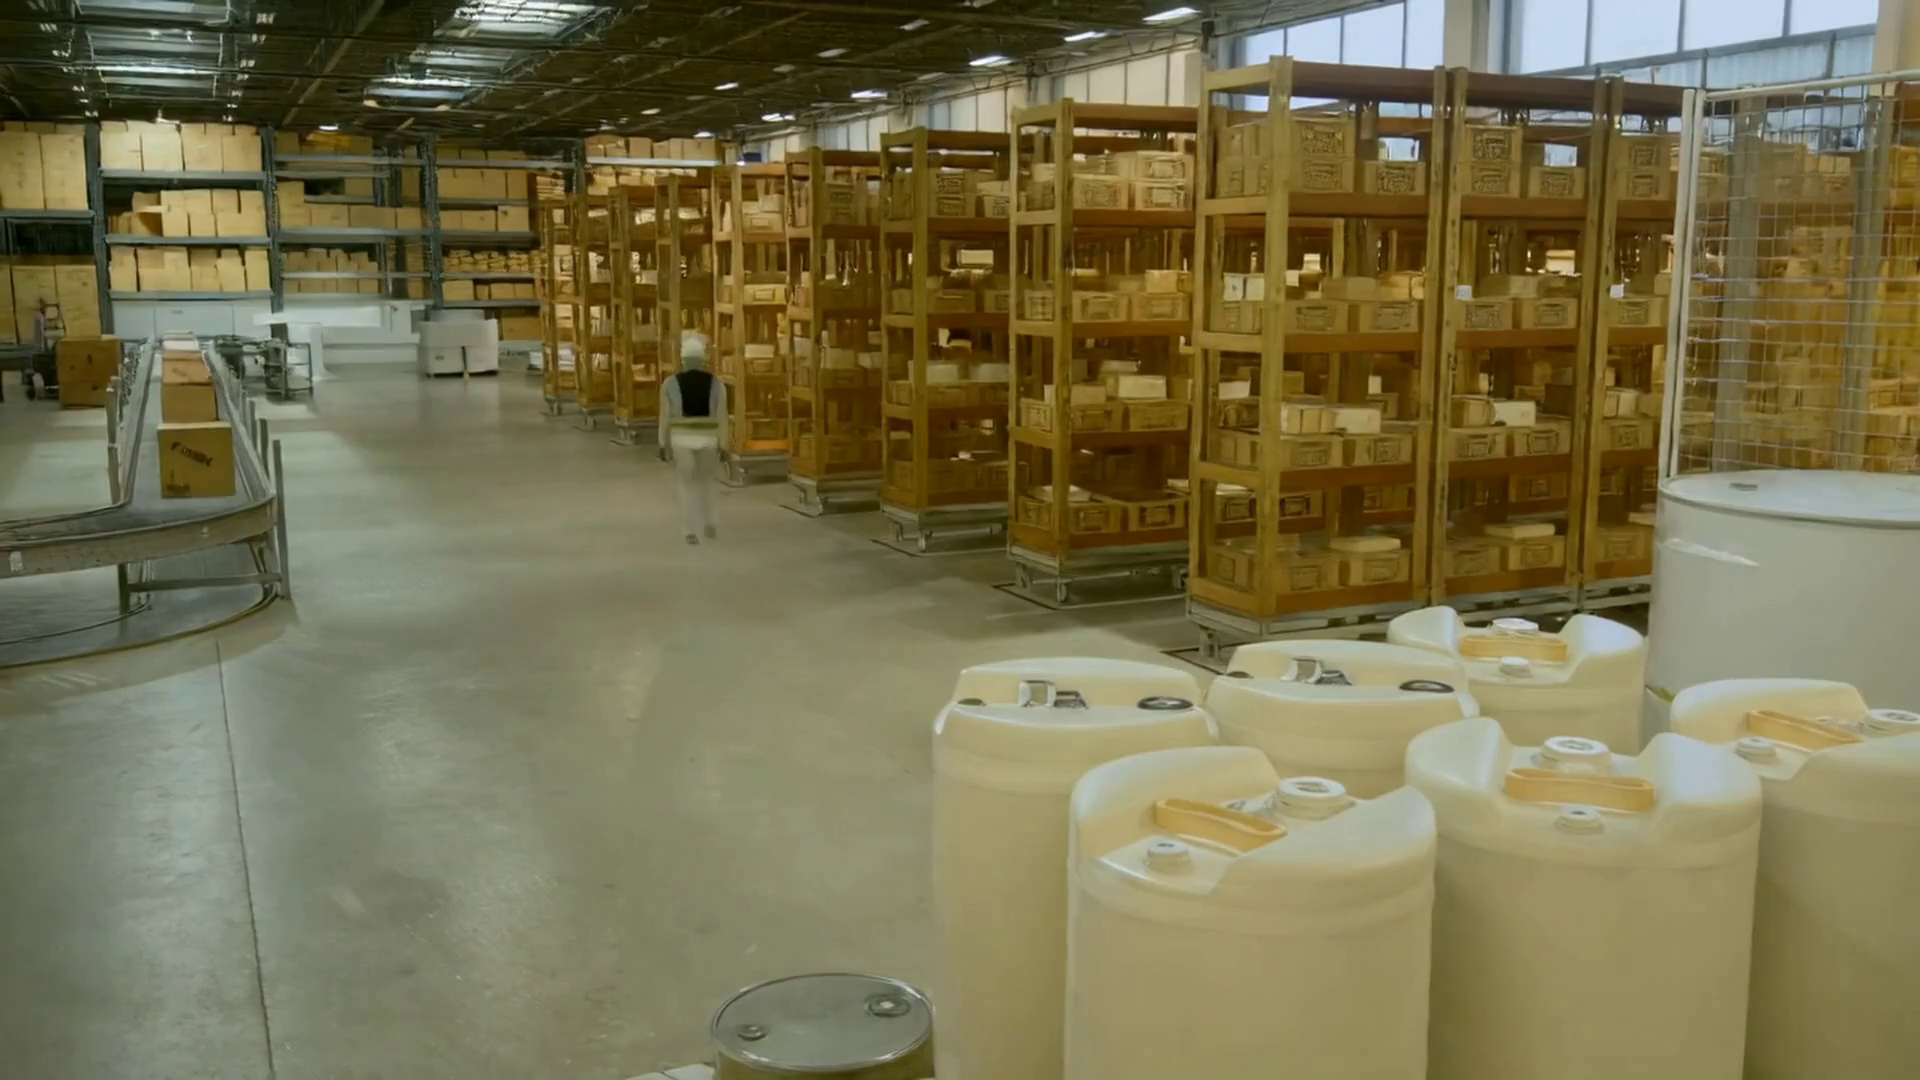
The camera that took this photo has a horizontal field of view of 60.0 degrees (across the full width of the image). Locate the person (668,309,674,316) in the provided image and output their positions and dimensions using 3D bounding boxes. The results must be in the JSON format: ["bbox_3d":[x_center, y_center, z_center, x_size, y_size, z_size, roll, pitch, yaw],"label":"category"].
[{"bbox_3d":[-6.288,-4.357,36.136,0.629,1.918,0.953,2,9,12],"label":"person"}]

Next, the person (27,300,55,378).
[{"bbox_3d":[-20.825,-4.564,37.815,0.913,1.786,0.583,-3,10,-19],"label":"person"}]

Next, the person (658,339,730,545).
[{"bbox_3d":[-2.386,-0.880,14.854,0.613,1.806,0.656,-3,10,-16],"label":"person"}]

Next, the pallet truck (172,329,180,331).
[{"bbox_3d":[-17.275,-3.851,35.096,1.601,1.201,0.680,0,9,1],"label":"pallet truck"}]

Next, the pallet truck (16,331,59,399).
[{"bbox_3d":[-17.082,-3.353,31.781,1.630,1.274,0.653,-4,10,-25],"label":"pallet truck"}]
